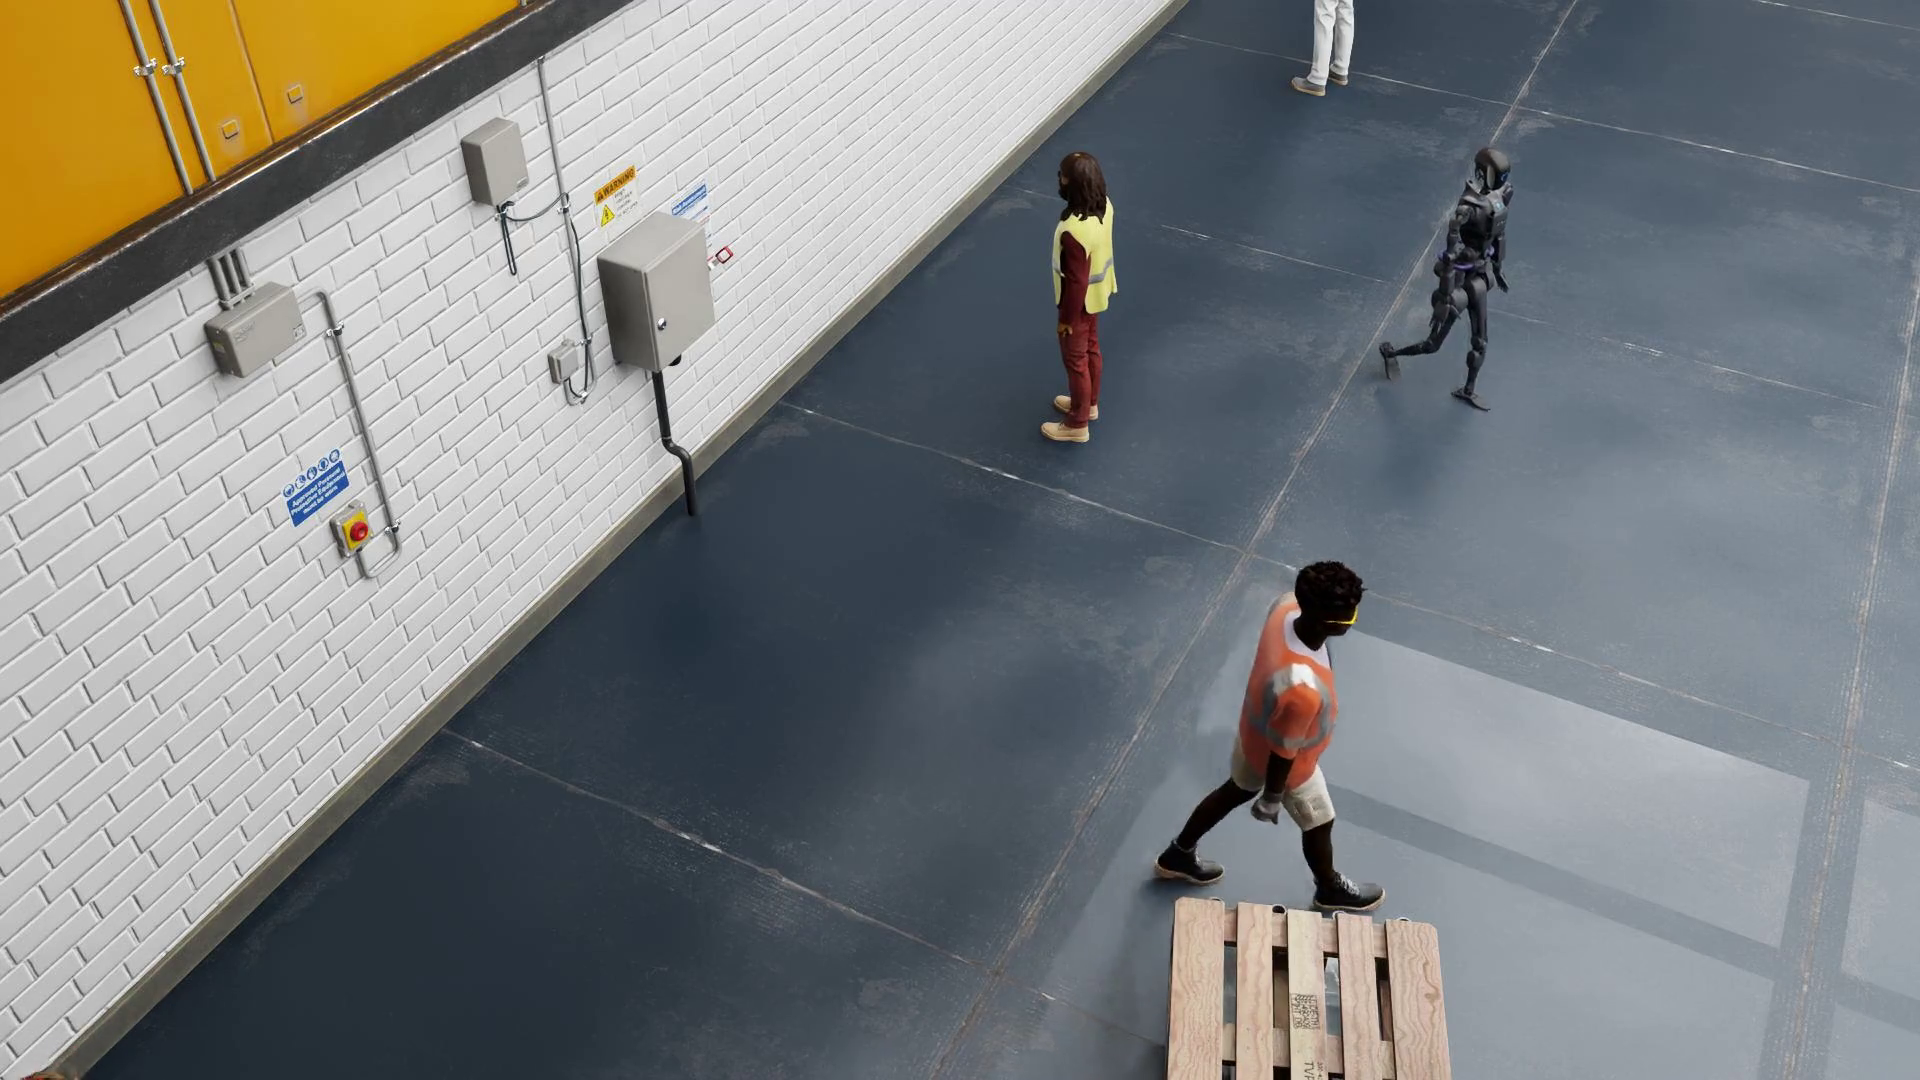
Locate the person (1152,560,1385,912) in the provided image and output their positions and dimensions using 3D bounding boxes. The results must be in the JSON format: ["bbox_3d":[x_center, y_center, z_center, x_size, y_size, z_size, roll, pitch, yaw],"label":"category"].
[{"bbox_3d":[1.305,0.800,6.653,0.984,1.917,0.605,-1,41,-1],"label":"person"}]

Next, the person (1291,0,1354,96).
[{"bbox_3d":[2.860,-4.318,12.618,0.572,1.876,0.351,-31,49,-31],"label":"person"}]

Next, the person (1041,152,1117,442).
[{"bbox_3d":[0.676,-1.330,9.231,0.358,1.767,0.476,13,43,15],"label":"person"}]

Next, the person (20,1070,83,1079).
[{"bbox_3d":[-2.608,2.222,5.073,0.723,1.815,0.581,-26,47,-27],"label":"person"}]

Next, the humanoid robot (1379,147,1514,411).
[{"bbox_3d":[2.876,-1.537,9.566,0.612,1.633,0.702,-30,49,-30],"label":"humanoid robot"}]
